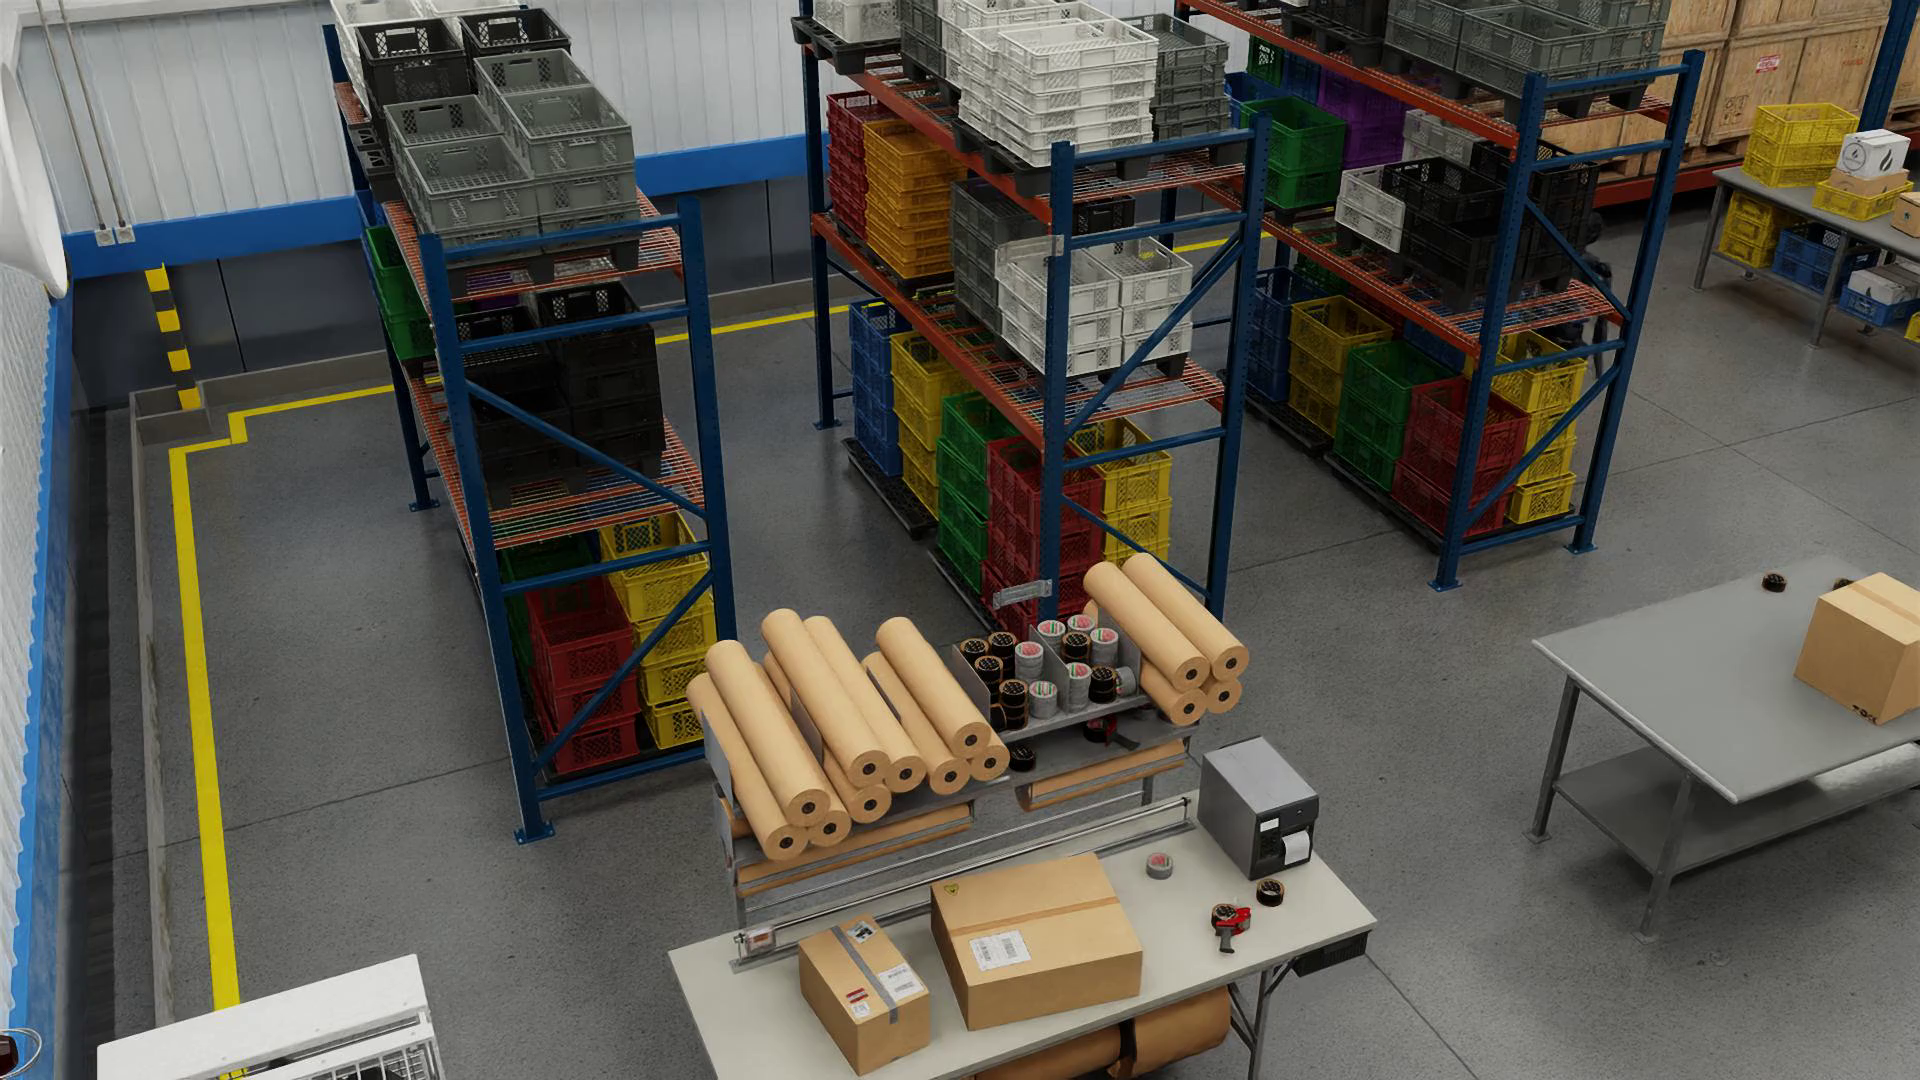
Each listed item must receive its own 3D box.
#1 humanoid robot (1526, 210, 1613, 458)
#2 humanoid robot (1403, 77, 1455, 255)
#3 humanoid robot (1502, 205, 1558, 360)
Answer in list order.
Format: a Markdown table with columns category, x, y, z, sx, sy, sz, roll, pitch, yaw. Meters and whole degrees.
| category | x | y | z | sx | sy | sz | roll | pitch | yaw |
| --- | --- | --- | --- | --- | --- | --- | --- | --- | --- |
| humanoid robot | 3.910 | -1.327 | 10.792 | 0.342 | 1.651 | 0.623 | -19 | 37 | -28 |
| humanoid robot | 3.831 | -3.100 | 13.675 | 0.342 | 1.642 | 0.650 | -19 | 37 | -28 |
| humanoid robot | 3.796 | -1.559 | 11.159 | 0.378 | 1.651 | 0.587 | 23 | 38 | 32 |
